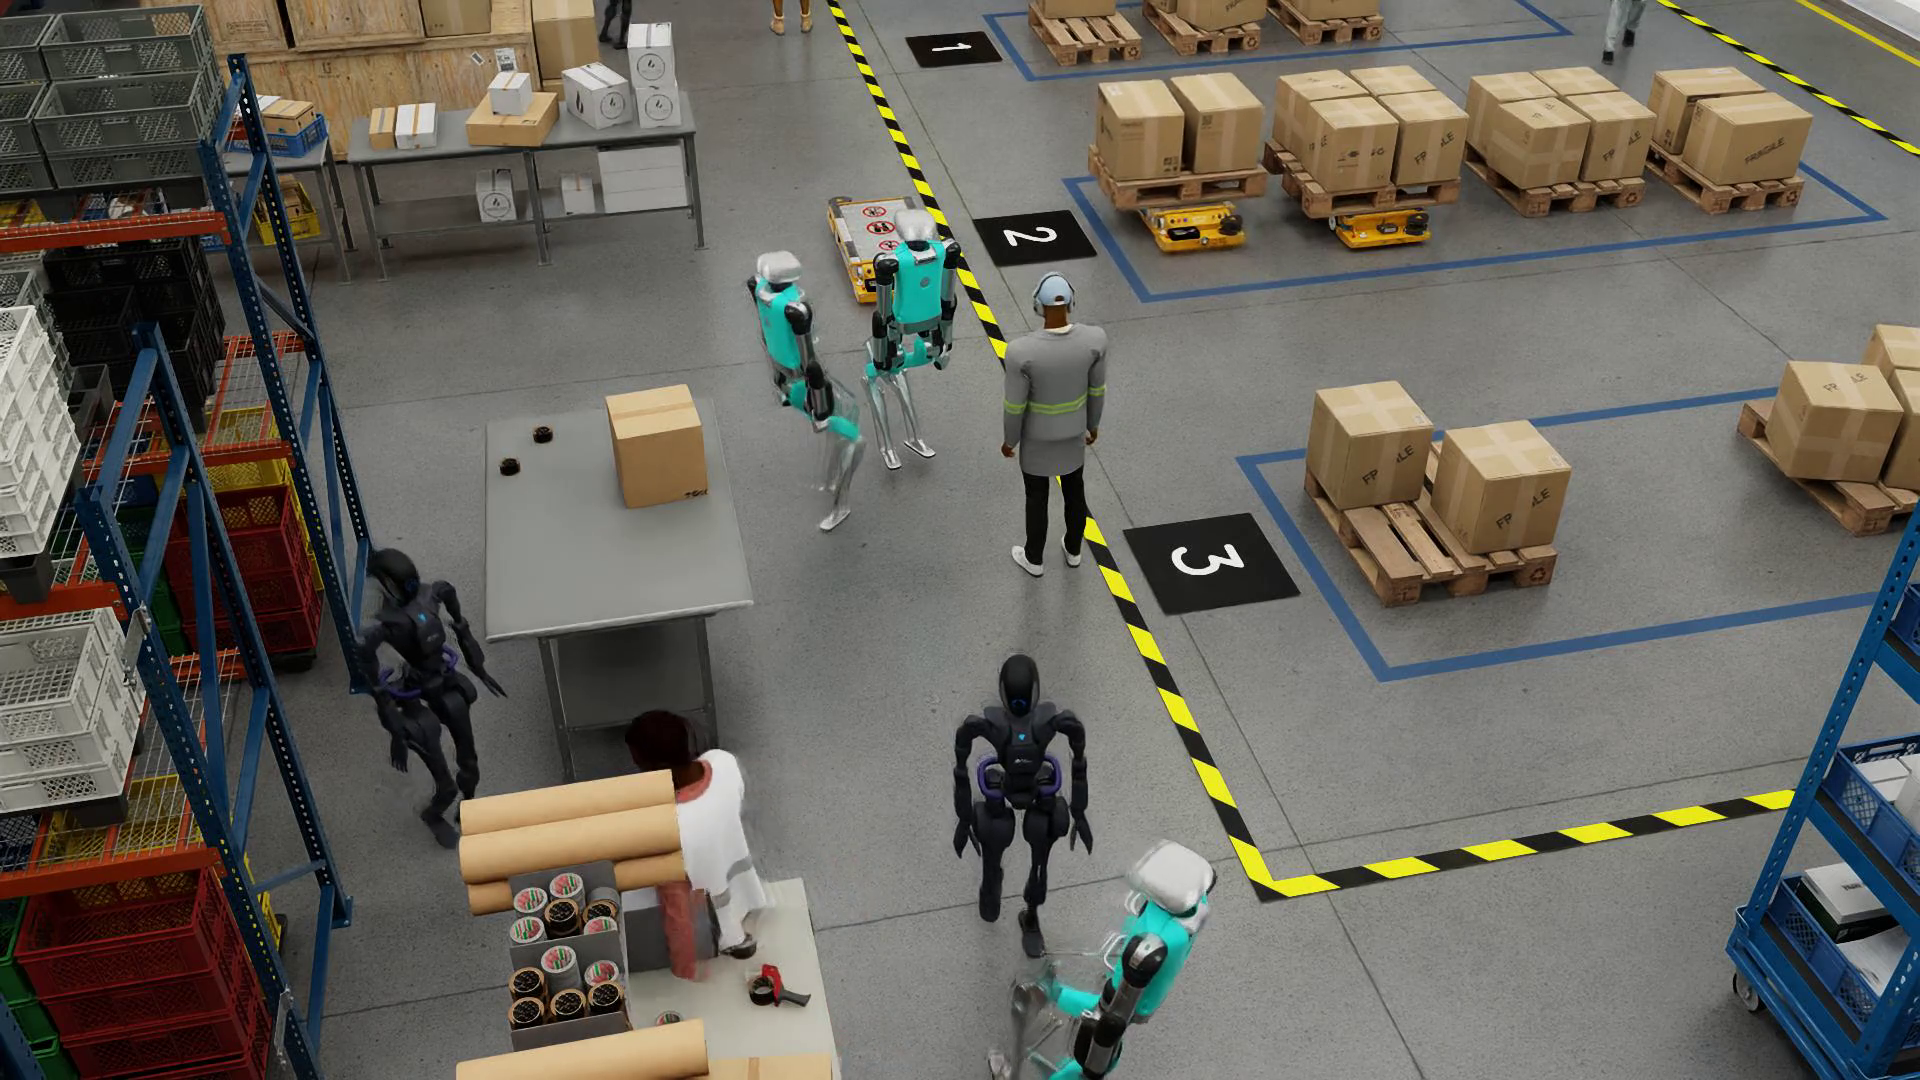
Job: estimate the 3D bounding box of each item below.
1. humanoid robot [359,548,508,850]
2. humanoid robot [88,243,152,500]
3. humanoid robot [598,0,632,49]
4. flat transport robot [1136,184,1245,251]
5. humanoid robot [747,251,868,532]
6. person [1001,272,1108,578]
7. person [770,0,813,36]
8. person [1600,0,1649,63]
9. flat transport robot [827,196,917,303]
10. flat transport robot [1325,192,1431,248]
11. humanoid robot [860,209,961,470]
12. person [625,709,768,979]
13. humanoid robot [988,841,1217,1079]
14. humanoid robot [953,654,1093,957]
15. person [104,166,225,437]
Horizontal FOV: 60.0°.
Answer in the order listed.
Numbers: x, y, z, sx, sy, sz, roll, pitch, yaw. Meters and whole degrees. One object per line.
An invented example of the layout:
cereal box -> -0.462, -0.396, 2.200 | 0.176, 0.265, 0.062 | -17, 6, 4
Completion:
humanoid robot -> -2.329, 0.710, 7.423 | 0.352, 1.656, 0.600 | 22, 42, 26
humanoid robot -> -4.822, -0.815, 9.488 | 0.775, 1.859, 0.541 | -14, 39, -18
humanoid robot -> -3.264, -5.474, 15.732 | 0.443, 1.633, 0.621 | -27, 45, -32
flat transport robot -> 1.706, -2.719, 13.185 | 0.652, 0.197, 1.431 | -8, 37, -10
humanoid robot -> -0.756, -0.878, 9.515 | 0.796, 1.792, 0.535 | -23, 42, -28
person -> 0.496, -0.620, 9.065 | 0.586, 1.848, 0.394 | -11, 38, -15
person -> -1.707, -5.898, 16.002 | 0.607, 2.035, 0.400 | -7, 37, -9
person -> 6.362, -5.453, 15.593 | 0.601, 1.826, 0.556 | 10, 38, 13
flat transport robot -> -0.570, -2.220, 12.538 | 0.659, 0.231, 1.431 | -8, 37, -10
flat transport robot -> 3.134, -2.740, 13.213 | 0.652, 0.197, 1.431 | -8, 37, -10
humanoid robot -> -0.363, -1.242, 9.884 | 0.533, 1.673, 0.735 | -18, 40, -23
person -> -0.969, 1.412, 6.299 | 0.468, 1.885, 0.622 | 12, 38, 16
humanoid robot -> 0.376, 1.671, 6.130 | 1.014, 1.759, 0.559 | 19, 41, 24
humanoid robot -> 0.258, 1.099, 6.893 | 0.584, 1.654, 0.403 | -2, 37, -3
person -> -4.935, -1.485, 10.239 | 0.507, 1.839, 0.338 | 30, 46, 34
